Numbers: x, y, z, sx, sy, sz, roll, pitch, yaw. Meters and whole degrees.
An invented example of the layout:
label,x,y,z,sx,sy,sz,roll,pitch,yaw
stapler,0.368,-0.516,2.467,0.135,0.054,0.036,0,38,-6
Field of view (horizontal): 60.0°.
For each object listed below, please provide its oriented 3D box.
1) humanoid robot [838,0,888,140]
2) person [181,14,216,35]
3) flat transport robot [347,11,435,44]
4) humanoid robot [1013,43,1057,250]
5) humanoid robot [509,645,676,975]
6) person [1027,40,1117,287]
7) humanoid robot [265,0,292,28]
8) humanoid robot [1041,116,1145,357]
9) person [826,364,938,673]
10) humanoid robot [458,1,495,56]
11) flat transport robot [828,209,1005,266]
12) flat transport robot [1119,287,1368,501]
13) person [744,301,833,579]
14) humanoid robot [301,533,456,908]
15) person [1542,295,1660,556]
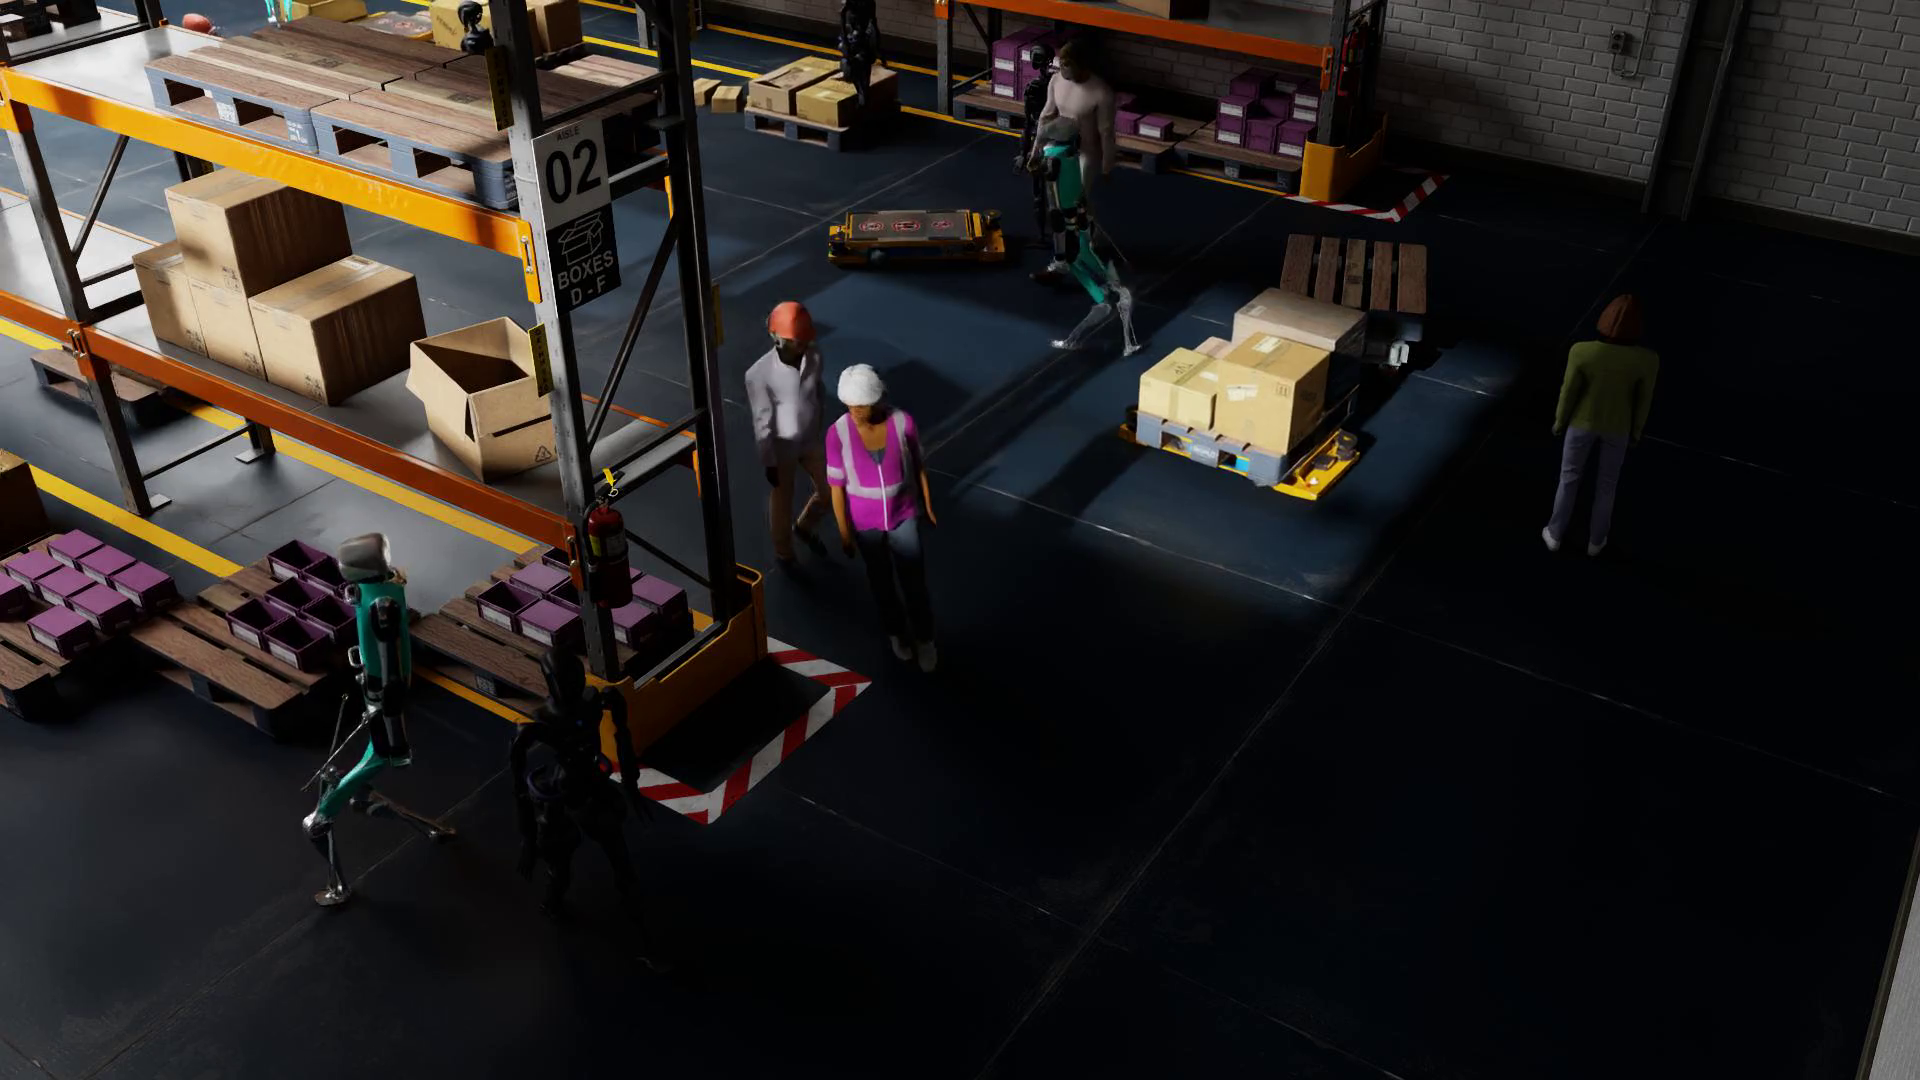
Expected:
label,x,y,z,sx,sy,sz,roll,pitch,yaw
humanoid robot,-0.932,-4.561,15.593,0.344,1.651,0.585,19,37,26
person,-6.213,-3.543,13.965,0.401,1.734,0.598,1,33,1
flat transport robot,-6.258,-5.645,18.549,1.431,0.231,0.659,20,38,27
humanoid robot,0.664,-3.187,13.468,0.315,1.657,0.599,20,38,27
humanoid robot,-1.570,1.120,6.898,0.615,1.621,0.790,-26,41,-34
person,0.881,-2.947,12.931,0.982,1.876,0.629,-23,40,-31
humanoid robot,-7.186,-5.852,17.501,0.559,1.737,0.907,-13,35,-19
humanoid robot,1.022,-2.055,11.744,0.913,1.814,0.537,10,34,15
person,-0.377,-0.092,8.593,0.589,1.813,0.555,-7,34,-10
humanoid robot,-4.208,-3.952,14.694,0.787,1.619,0.601,-2,33,-3
flat transport robot,-0.362,-2.493,13.704,1.431,0.231,0.659,-1,33,-2
flat transport robot,1.828,-0.669,10.902,1.431,0.231,0.659,21,39,29
person,-0.928,-0.547,9.362,0.561,1.739,0.420,-27,42,-35
humanoid robot,-2.732,0.829,7.308,0.881,1.785,0.549,-13,35,-19
person,3.691,-0.651,9.619,0.497,1.633,0.284,10,34,14
